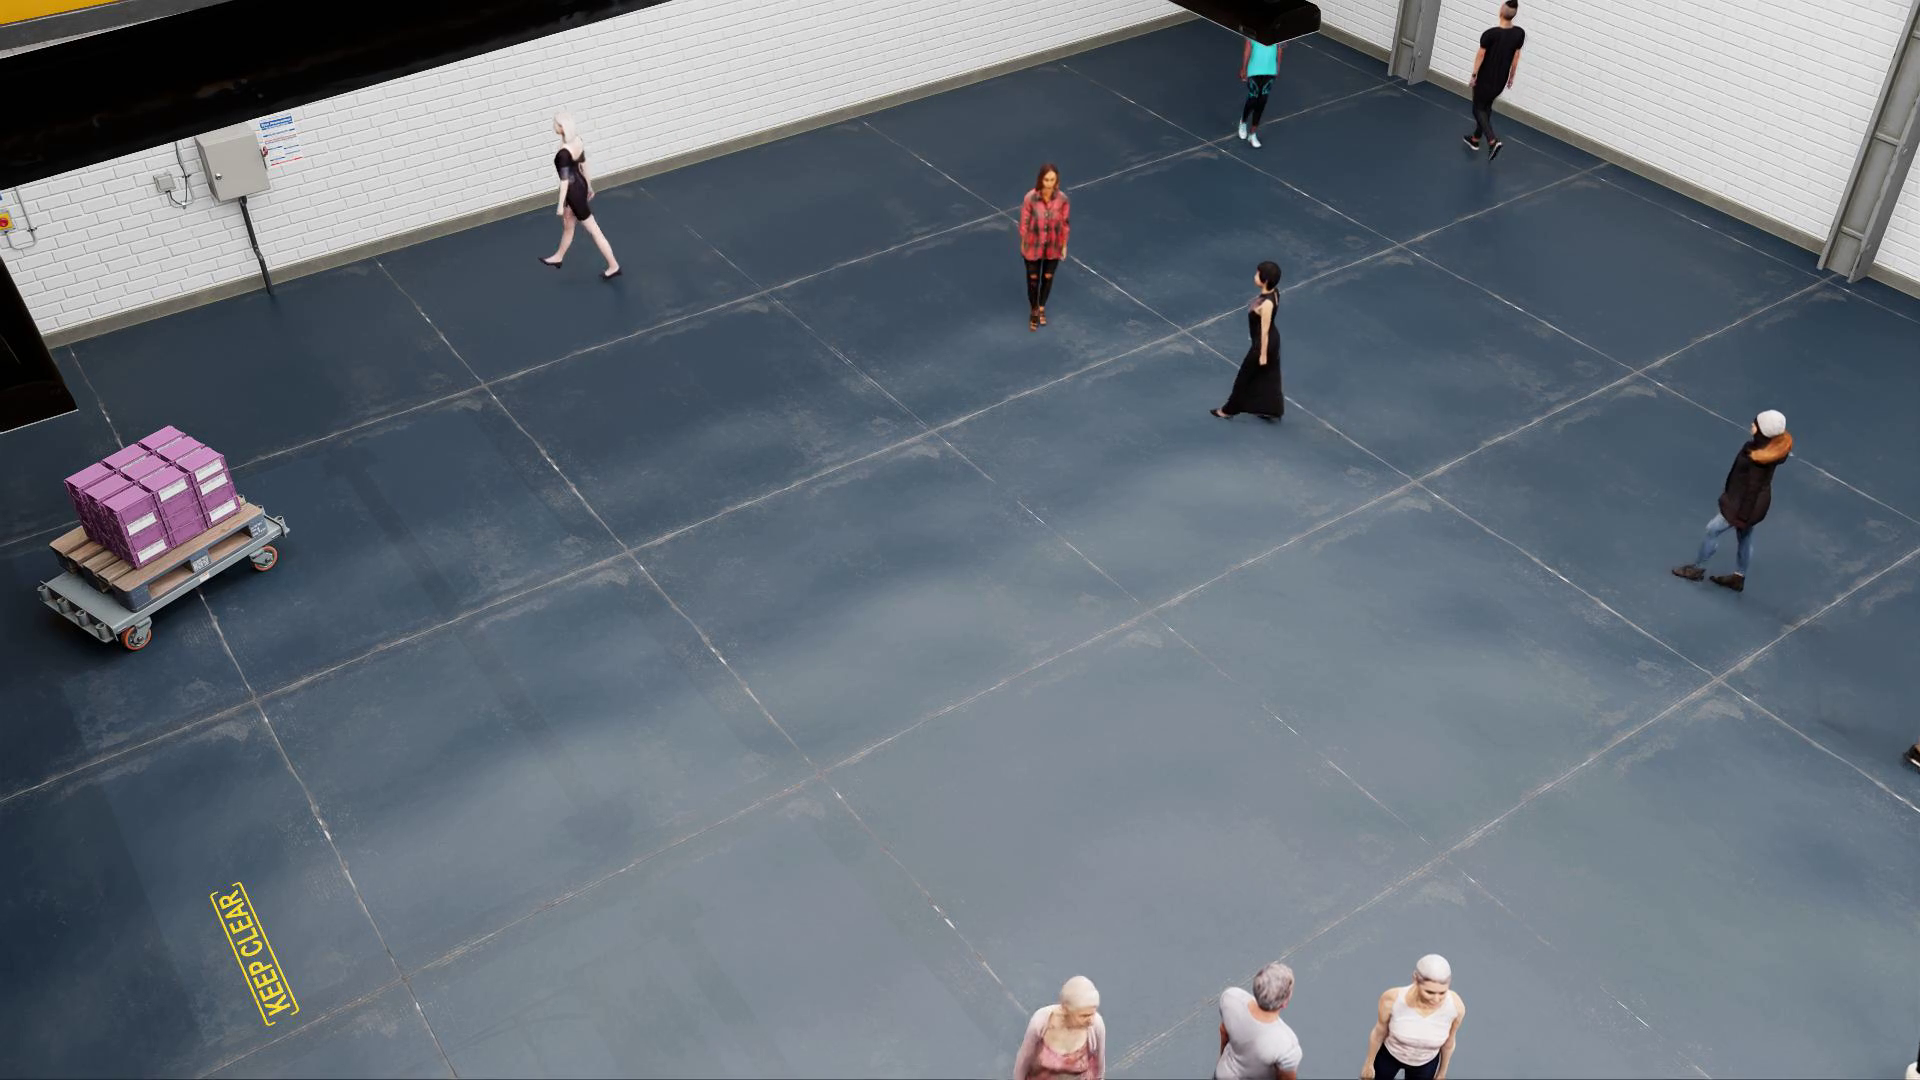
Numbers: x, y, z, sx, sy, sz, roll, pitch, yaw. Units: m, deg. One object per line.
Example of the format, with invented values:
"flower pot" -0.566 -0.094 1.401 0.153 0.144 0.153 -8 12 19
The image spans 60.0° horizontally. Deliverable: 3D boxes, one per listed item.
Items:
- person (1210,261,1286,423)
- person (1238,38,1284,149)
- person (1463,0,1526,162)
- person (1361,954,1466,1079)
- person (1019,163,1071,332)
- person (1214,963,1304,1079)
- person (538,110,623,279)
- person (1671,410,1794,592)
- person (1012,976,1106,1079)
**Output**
"person" 2.723 -1.668 14.460 0.986 1.572 0.885 11 40 14
"person" 3.386 -5.386 18.929 0.728 1.804 0.774 -9 39 -11
"person" 5.990 -5.149 18.599 0.911 1.845 1.132 -9 40 -11
"person" 2.366 2.741 8.836 0.679 1.699 0.730 4 39 5
"person" 0.785 -2.831 15.822 0.751 1.688 0.791 -3 39 -4
"person" 1.491 2.842 8.612 0.742 1.822 0.494 -21 43 -24
"person" -3.669 -3.359 16.399 1.121 1.793 1.107 4 39 5
"person" 6.055 -0.261 12.661 0.839 1.617 0.732 28 46 30
"person" 0.477 2.828 8.748 0.729 1.674 0.740 5 39 6
